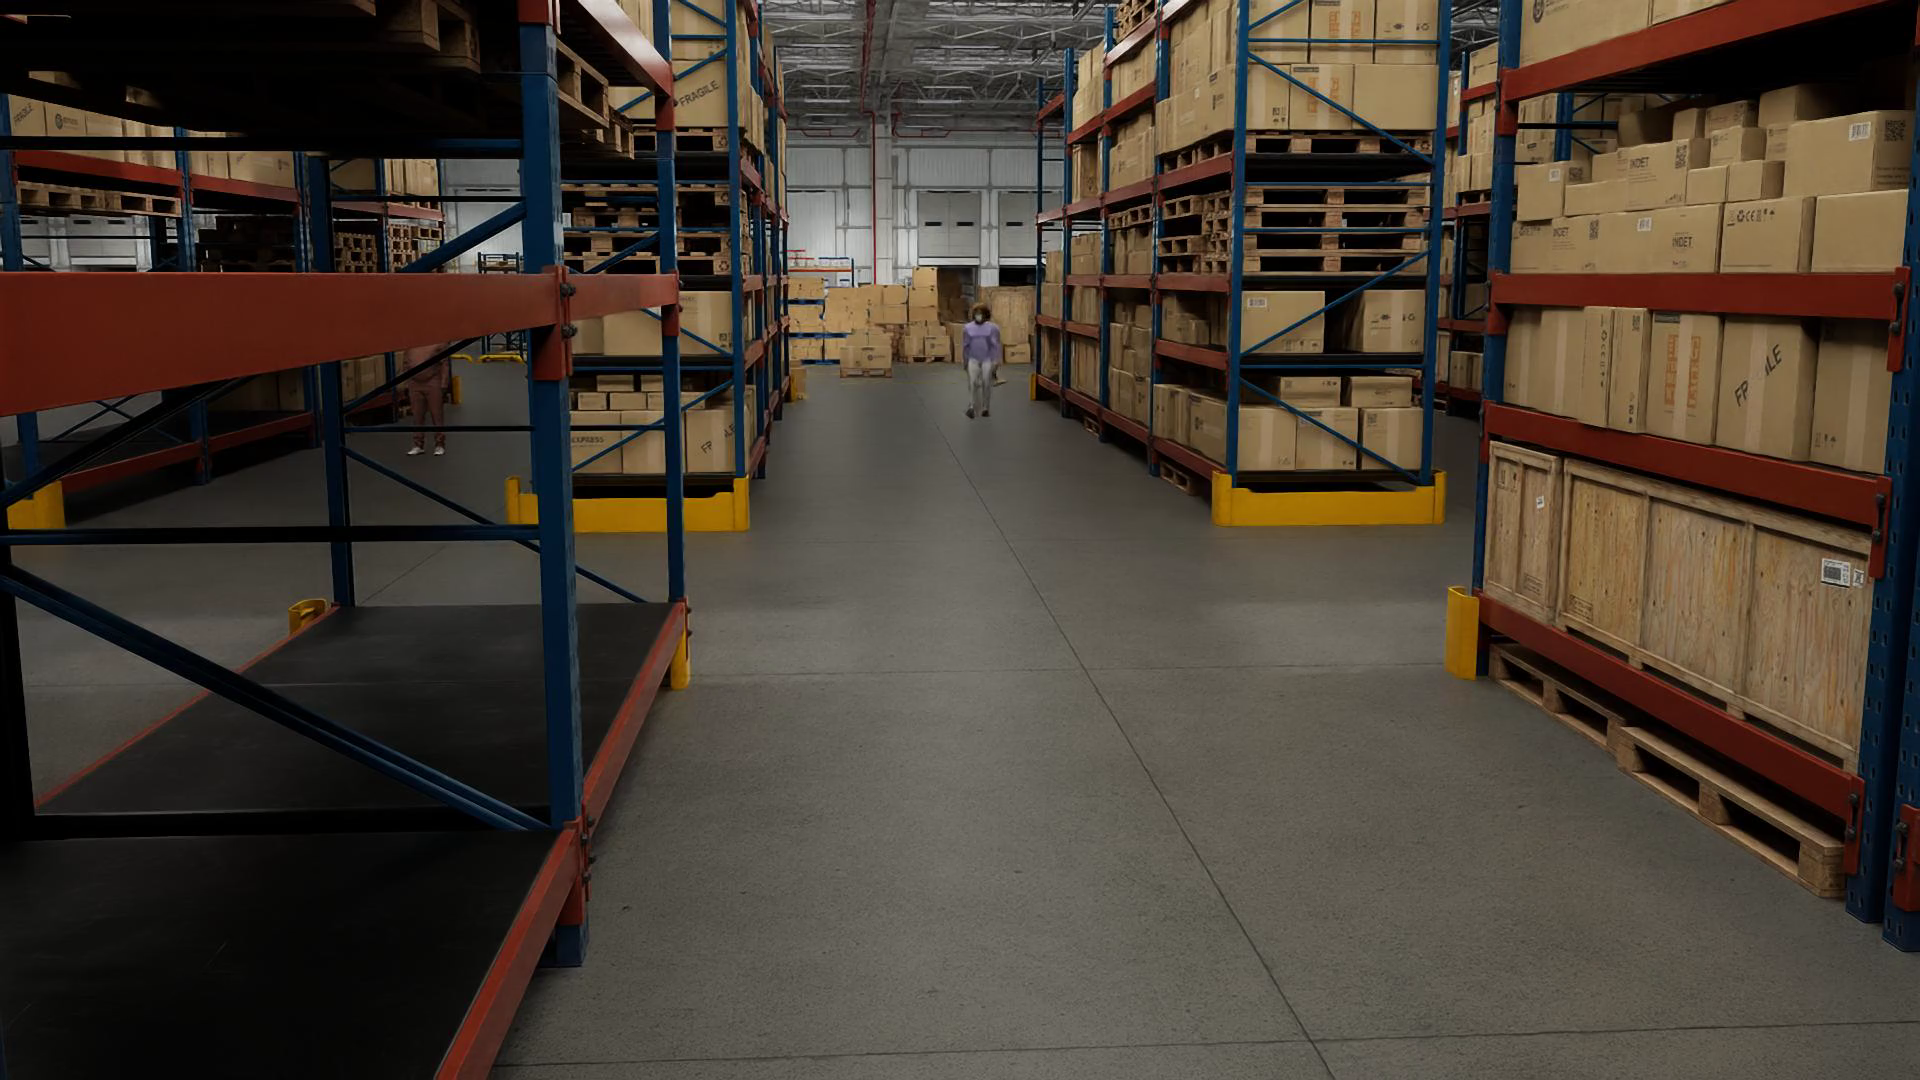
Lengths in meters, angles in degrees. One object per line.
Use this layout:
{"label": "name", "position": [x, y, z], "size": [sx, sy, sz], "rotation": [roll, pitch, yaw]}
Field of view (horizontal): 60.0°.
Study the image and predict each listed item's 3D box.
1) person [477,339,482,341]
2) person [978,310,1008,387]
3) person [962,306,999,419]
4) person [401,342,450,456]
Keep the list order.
{"label": "person", "position": [-17.574, -8.153, 60.451], "size": [0.352, 1.881, 0.576], "rotation": [-3, 10, -20]}
{"label": "person", "position": [0.620, -4.100, 35.695], "size": [0.842, 1.657, 0.550], "rotation": [1, 9, 7]}
{"label": "person", "position": [0.336, -2.977, 27.929], "size": [0.653, 1.878, 1.047], "rotation": [1, 9, 8]}
{"label": "person", "position": [-7.142, -2.073, 22.197], "size": [0.651, 1.907, 0.409], "rotation": [1, 9, 6]}
